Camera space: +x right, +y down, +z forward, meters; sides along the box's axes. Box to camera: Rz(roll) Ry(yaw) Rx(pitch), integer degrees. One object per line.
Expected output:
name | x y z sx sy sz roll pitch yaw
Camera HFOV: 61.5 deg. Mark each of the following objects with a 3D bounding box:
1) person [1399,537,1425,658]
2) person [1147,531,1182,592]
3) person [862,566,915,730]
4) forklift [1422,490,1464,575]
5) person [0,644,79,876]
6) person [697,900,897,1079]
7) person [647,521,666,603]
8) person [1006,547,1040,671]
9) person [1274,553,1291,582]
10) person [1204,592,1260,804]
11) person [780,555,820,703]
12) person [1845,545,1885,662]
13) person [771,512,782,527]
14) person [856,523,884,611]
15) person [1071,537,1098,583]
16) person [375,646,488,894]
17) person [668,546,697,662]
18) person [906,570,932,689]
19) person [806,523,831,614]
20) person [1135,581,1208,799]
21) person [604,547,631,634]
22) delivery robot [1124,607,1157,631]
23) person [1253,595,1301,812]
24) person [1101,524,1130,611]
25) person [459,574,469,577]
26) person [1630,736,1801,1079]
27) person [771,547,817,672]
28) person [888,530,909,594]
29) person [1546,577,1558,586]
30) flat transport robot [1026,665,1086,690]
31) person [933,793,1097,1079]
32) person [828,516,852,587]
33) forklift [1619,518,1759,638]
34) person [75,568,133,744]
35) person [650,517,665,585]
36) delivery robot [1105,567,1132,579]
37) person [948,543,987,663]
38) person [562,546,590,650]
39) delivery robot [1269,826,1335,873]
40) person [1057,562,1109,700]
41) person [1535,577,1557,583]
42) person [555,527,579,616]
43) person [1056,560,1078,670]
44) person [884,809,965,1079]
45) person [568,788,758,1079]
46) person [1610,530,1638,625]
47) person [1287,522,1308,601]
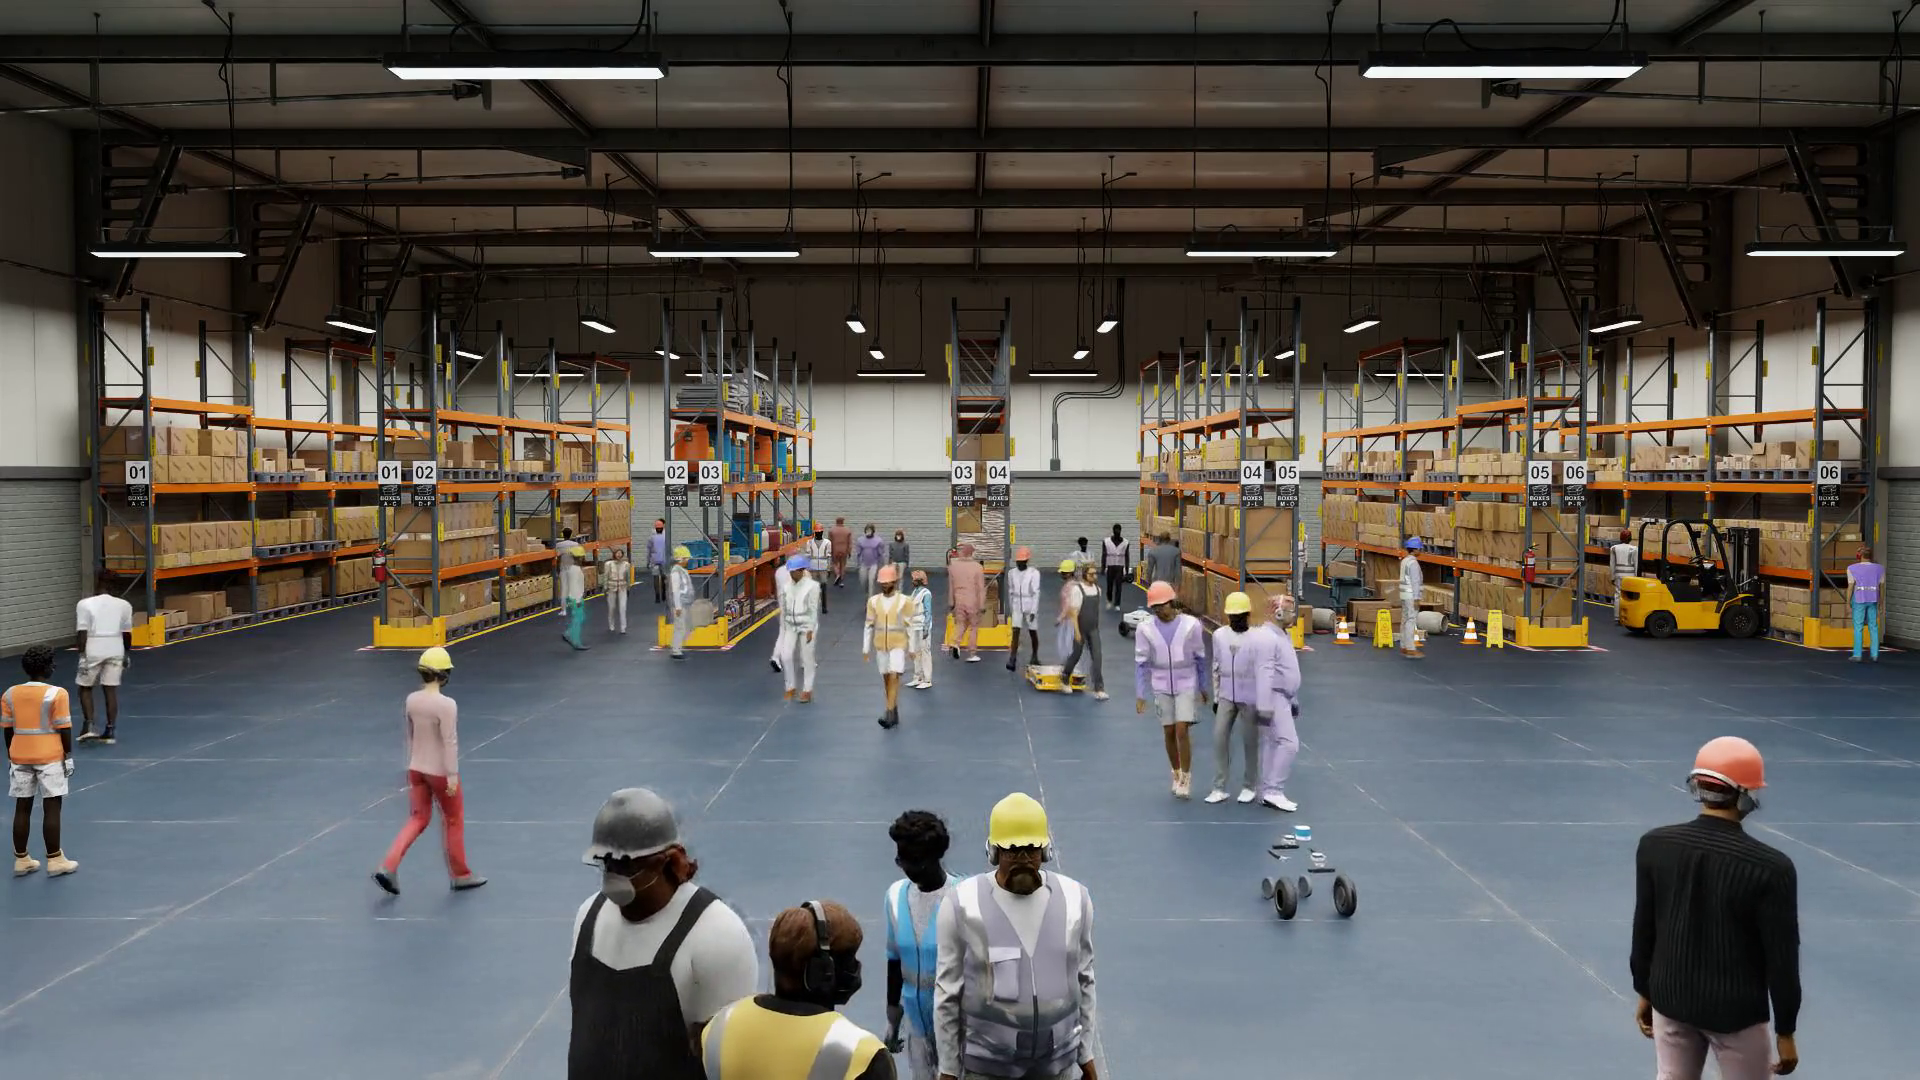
person | 7.335 0.929 26.188 0.408 1.942 0.615 0 2 0
person | 3.888 0.778 30.776 0.650 1.887 1.015 0 2 2
person | -0.857 1.251 18.780 0.579 1.882 0.970 1 2 16
forklift | 13.926 -0.371 47.846 1.873 2.768 1.129 0 2 0
person | -6.789 1.618 11.918 0.542 1.695 0.316 0 2 7
person | -0.389 1.855 4.194 0.624 1.841 0.430 2 3 37
person | -7.036 0.505 37.723 0.565 1.882 1.004 0 2 -12
person | 0.967 1.039 24.438 0.546 1.875 0.992 1 2 24
person | 7.405 0.533 37.498 0.599 1.836 0.404 0 2 -8
person | 2.450 1.418 14.390 0.600 1.899 0.776 2 3 34
person | -2.092 1.155 20.874 0.605 1.921 0.597 1 3 25
person | 14.282 1.008 25.470 0.571 1.840 0.373 0 2 5
person | -5.059 0.150 45.719 0.853 1.960 0.626 1 3 30
person | -1.964 0.575 35.352 0.643 1.924 0.620 0 2 12
person | 2.588 0.771 33.459 0.443 1.677 0.509 2 3 41
person | -3.720 1.619 11.354 0.538 1.745 0.752 2 3 35
person | -4.394 1.012 25.604 0.440 1.818 0.619 0 2 3
person | -0.546 1.234 22.335 0.312 1.638 0.512 -1 3 -25
person | -3.021 0.601 34.522 0.544 1.939 0.354 0 2 -3
person | 1.927 1.363 14.767 0.637 1.981 0.734 1 2 14
person | -6.423 0.932 30.259 0.516 1.610 0.736 -1 2 -15
delivery robot | 3.289 1.458 29.432 0.477 0.478 0.707 -1 3 -26
person | 2.854 1.428 14.180 0.509 1.892 0.682 1 2 23
person | 3.396 0.598 35.193 0.598 1.899 0.463 0 2 -3
person | -10.683 0.643 34.138 0.615 1.884 0.557 -1 2 -13
person | 2.803 1.718 5.988 0.429 1.984 0.623 -2 3 -37
person | -2.525 1.037 24.379 0.652 1.872 0.926 1 3 26
person | -1.496 0.562 39.368 0.533 1.617 0.345 0 2 11
person | 13.295 0.627 36.430 0.320 1.737 0.483 -1 2 -24
flat transport robot | 1.331 1.917 22.611 0.652 0.197 1.431 0 2 -5
person | 0.206 1.798 5.686 0.600 1.831 0.404 -1 2 -14
person | -3.186 0.296 42.786 0.668 1.887 0.441 -1 2 -14
forklift | 13.417 0.684 29.791 2.313 2.155 1.214 0 2 0
person | -9.439 1.272 17.841 0.493 1.923 0.624 2 3 40
person | -7.918 0.324 42.649 0.530 1.850 0.635 -1 2 -13
delivery robot | 4.347 0.867 44.362 0.707 0.478 0.477 -1 2 -18
person | 0.133 0.987 25.409 0.664 1.888 0.464 1 3 30
person | -6.442 0.977 27.227 0.378 1.754 0.543 -1 2 -13
delivery robot | 2.332 2.063 10.964 0.335 0.223 0.698 0 3 -9
person | 1.641 1.182 21.446 0.508 1.816 0.907 -1 3 -32
person | 11.705 0.665 32.573 0.625 1.952 0.924 0 2 1
person | -8.252 0.658 33.953 0.510 1.872 0.328 -1 3 -28
person | 1.539 1.148 23.125 0.372 1.748 0.527 -1 2 -13
person | -0.069 1.856 6.191 0.569 1.668 0.421 2 3 42
person | -0.964 1.750 4.864 0.701 2.000 0.908 1 3 27
person | 13.083 0.738 31.748 0.343 1.882 0.584 -2 3 -44
person | 7.935 0.486 38.117 0.575 1.882 0.355 0 2 -6
